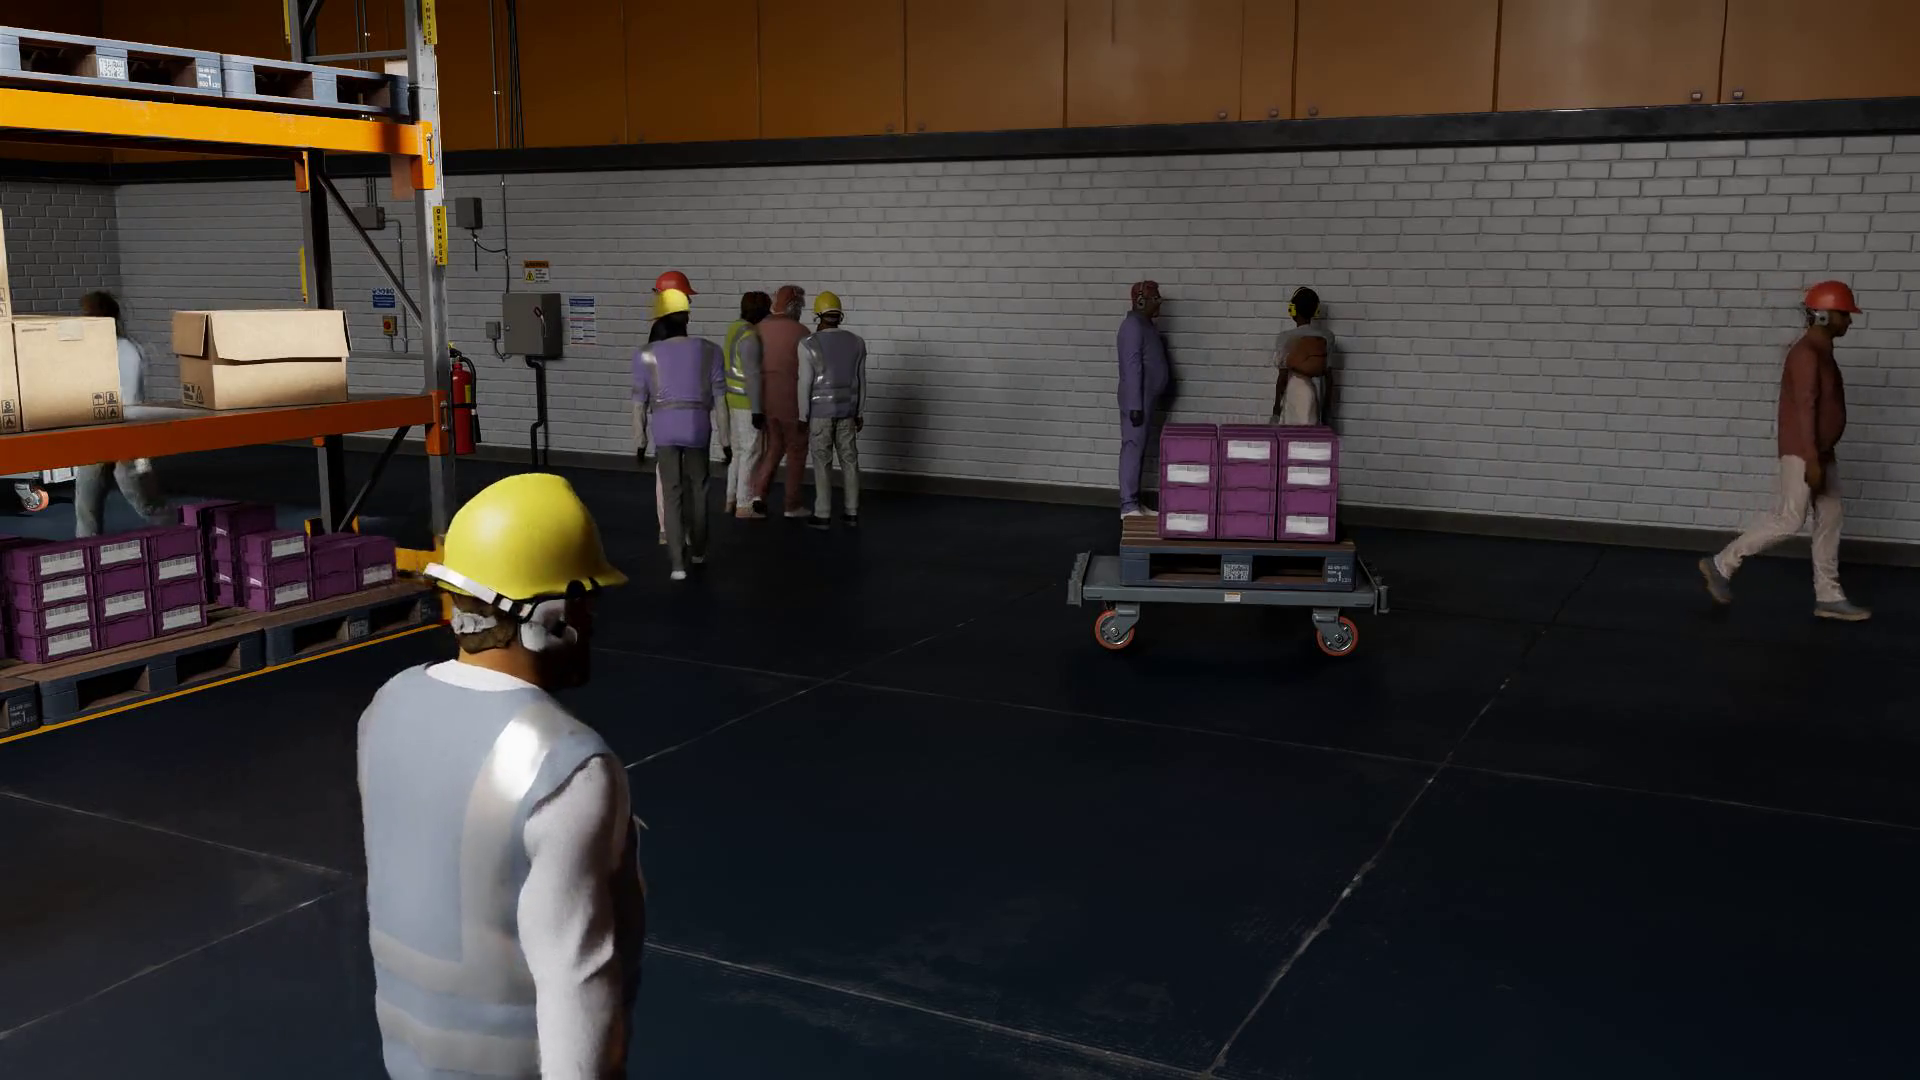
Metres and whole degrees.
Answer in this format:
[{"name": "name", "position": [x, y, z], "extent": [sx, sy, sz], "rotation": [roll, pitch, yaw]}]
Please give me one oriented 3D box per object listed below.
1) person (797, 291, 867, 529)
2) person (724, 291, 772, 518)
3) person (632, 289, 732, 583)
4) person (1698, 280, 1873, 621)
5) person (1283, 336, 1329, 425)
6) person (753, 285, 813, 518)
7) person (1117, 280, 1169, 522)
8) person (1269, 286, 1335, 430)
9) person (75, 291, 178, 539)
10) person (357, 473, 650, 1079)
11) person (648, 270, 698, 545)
[{"name": "person", "position": [-1.006, -0.999, 12.859], "extent": [0.593, 1.832, 0.403], "rotation": [-6, 12, -32]}, {"name": "person", "position": [-1.698, -1.088, 13.410], "extent": [0.436, 1.822, 0.634], "rotation": [-3, 10, -15]}, {"name": "person", "position": [-1.838, -0.698, 10.973], "extent": [0.614, 1.885, 0.914], "rotation": [-2, 10, -13]}, {"name": "person", "position": [4.885, -0.523, 9.709], "extent": [0.869, 1.972, 0.615], "rotation": [8, 13, 40]}, {"name": "person", "position": [2.156, -0.459, 10.358], "extent": [0.487, 1.615, 0.523], "rotation": [1, 10, 5]}, {"name": "person", "position": [-1.404, -1.096, 13.325], "extent": [0.689, 1.876, 0.467], "rotation": [7, 12, 36]}, {"name": "person", "position": [1.451, -1.094, 13.197], "extent": [0.400, 1.910, 0.643], "rotation": [3, 10, 14]}, {"name": "person", "position": [2.581, -0.973, 12.601], "extent": [0.521, 1.874, 0.328], "rotation": [-3, 10, -18]}, {"name": "person", "position": [-5.198, -0.595, 10.334], "extent": [0.628, 1.904, 0.991], "rotation": [9, 13, 42]}, {"name": "person", "position": [-0.654, 0.777, 2.690], "extent": [0.614, 1.780, 0.924], "rotation": [8, 13, 39]}, {"name": "person", "position": [-2.094, -0.967, 12.204], "extent": [0.378, 1.996, 0.611], "rotation": [-1, 10, -6]}]
